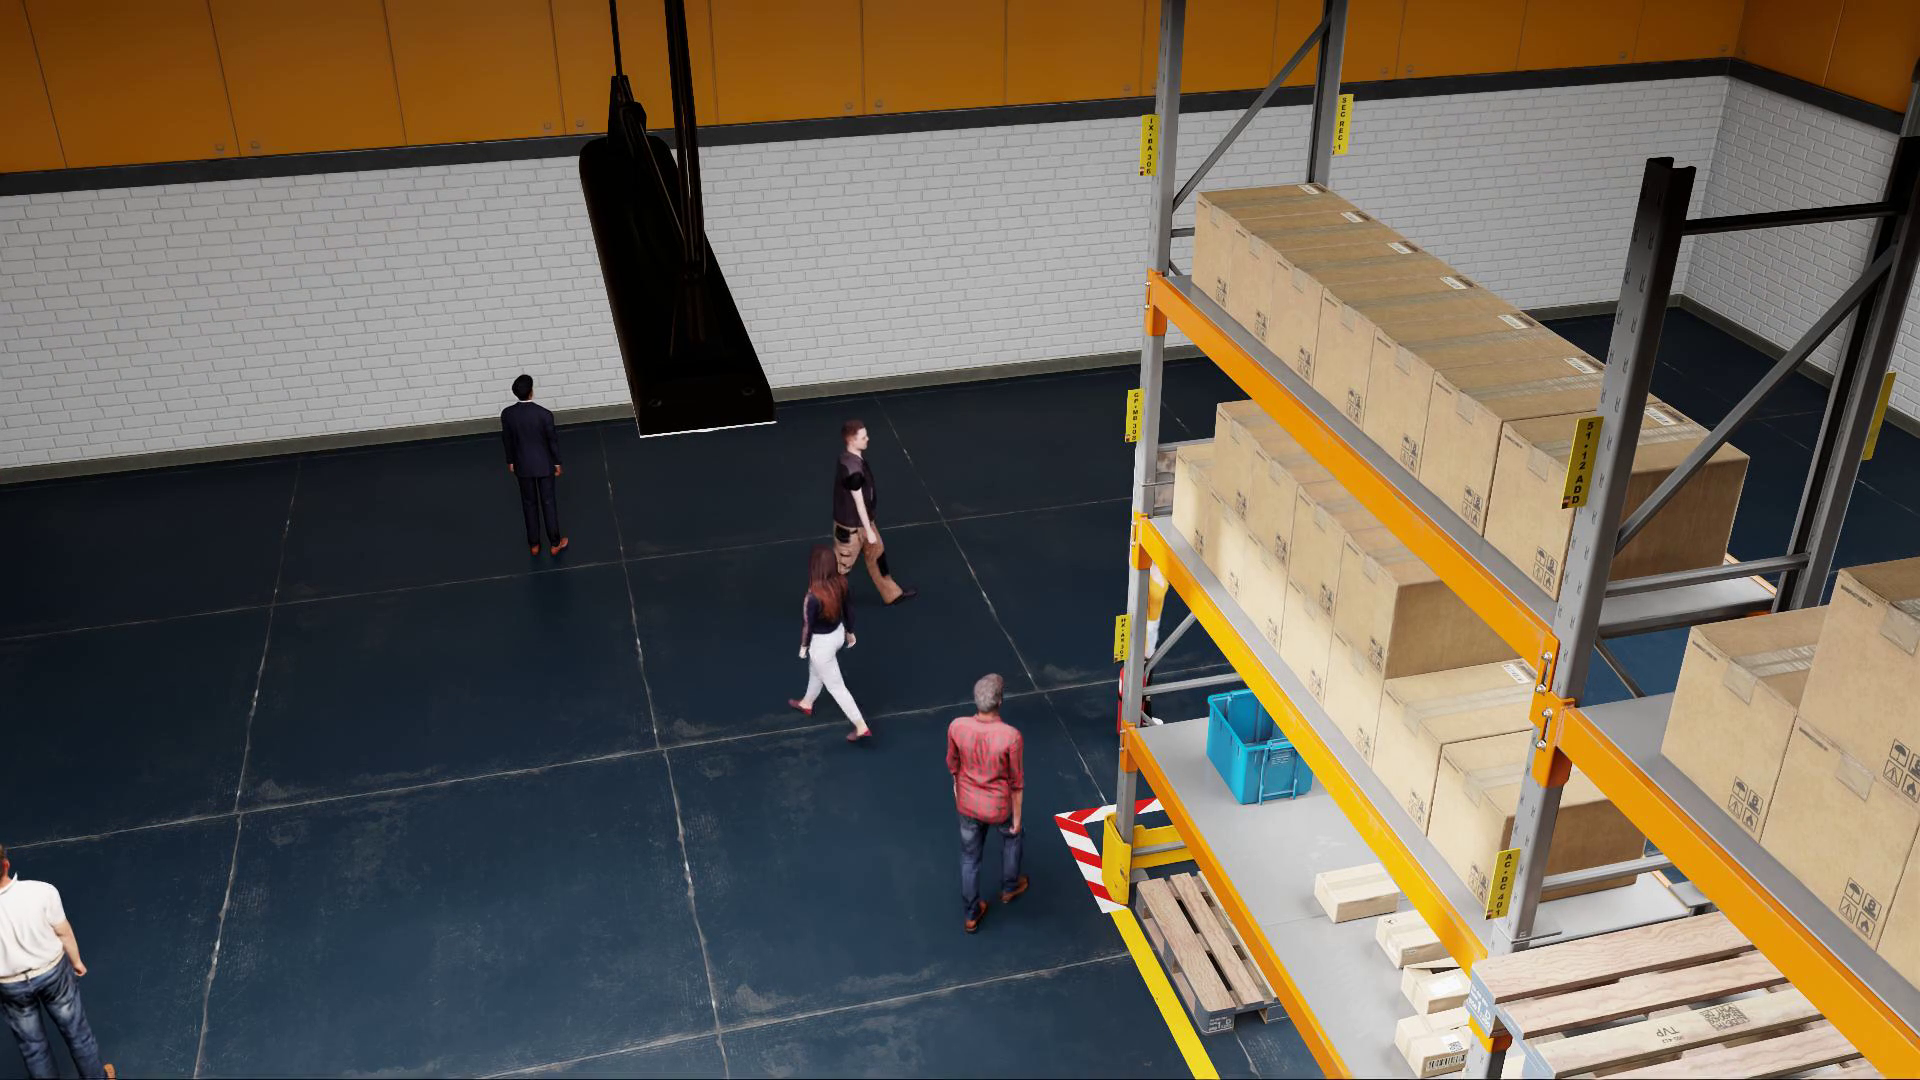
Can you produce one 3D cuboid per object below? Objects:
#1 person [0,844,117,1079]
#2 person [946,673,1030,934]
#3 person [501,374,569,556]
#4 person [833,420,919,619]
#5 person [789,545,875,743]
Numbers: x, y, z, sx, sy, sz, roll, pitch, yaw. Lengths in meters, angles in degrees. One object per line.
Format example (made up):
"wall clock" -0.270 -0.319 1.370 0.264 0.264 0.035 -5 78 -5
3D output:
"person" -5.063 2.404 9.073 0.710 1.856 0.652 -14 32 -24
"person" 0.129 1.698 10.414 0.953 1.811 1.024 11 30 19
"person" -3.802 -0.665 14.834 0.689 1.726 0.618 0 29 0
"person" -0.980 -0.141 13.793 0.873 1.803 1.055 -2 29 -4
"person" -0.943 0.800 12.317 1.163 1.565 1.047 19 34 31
